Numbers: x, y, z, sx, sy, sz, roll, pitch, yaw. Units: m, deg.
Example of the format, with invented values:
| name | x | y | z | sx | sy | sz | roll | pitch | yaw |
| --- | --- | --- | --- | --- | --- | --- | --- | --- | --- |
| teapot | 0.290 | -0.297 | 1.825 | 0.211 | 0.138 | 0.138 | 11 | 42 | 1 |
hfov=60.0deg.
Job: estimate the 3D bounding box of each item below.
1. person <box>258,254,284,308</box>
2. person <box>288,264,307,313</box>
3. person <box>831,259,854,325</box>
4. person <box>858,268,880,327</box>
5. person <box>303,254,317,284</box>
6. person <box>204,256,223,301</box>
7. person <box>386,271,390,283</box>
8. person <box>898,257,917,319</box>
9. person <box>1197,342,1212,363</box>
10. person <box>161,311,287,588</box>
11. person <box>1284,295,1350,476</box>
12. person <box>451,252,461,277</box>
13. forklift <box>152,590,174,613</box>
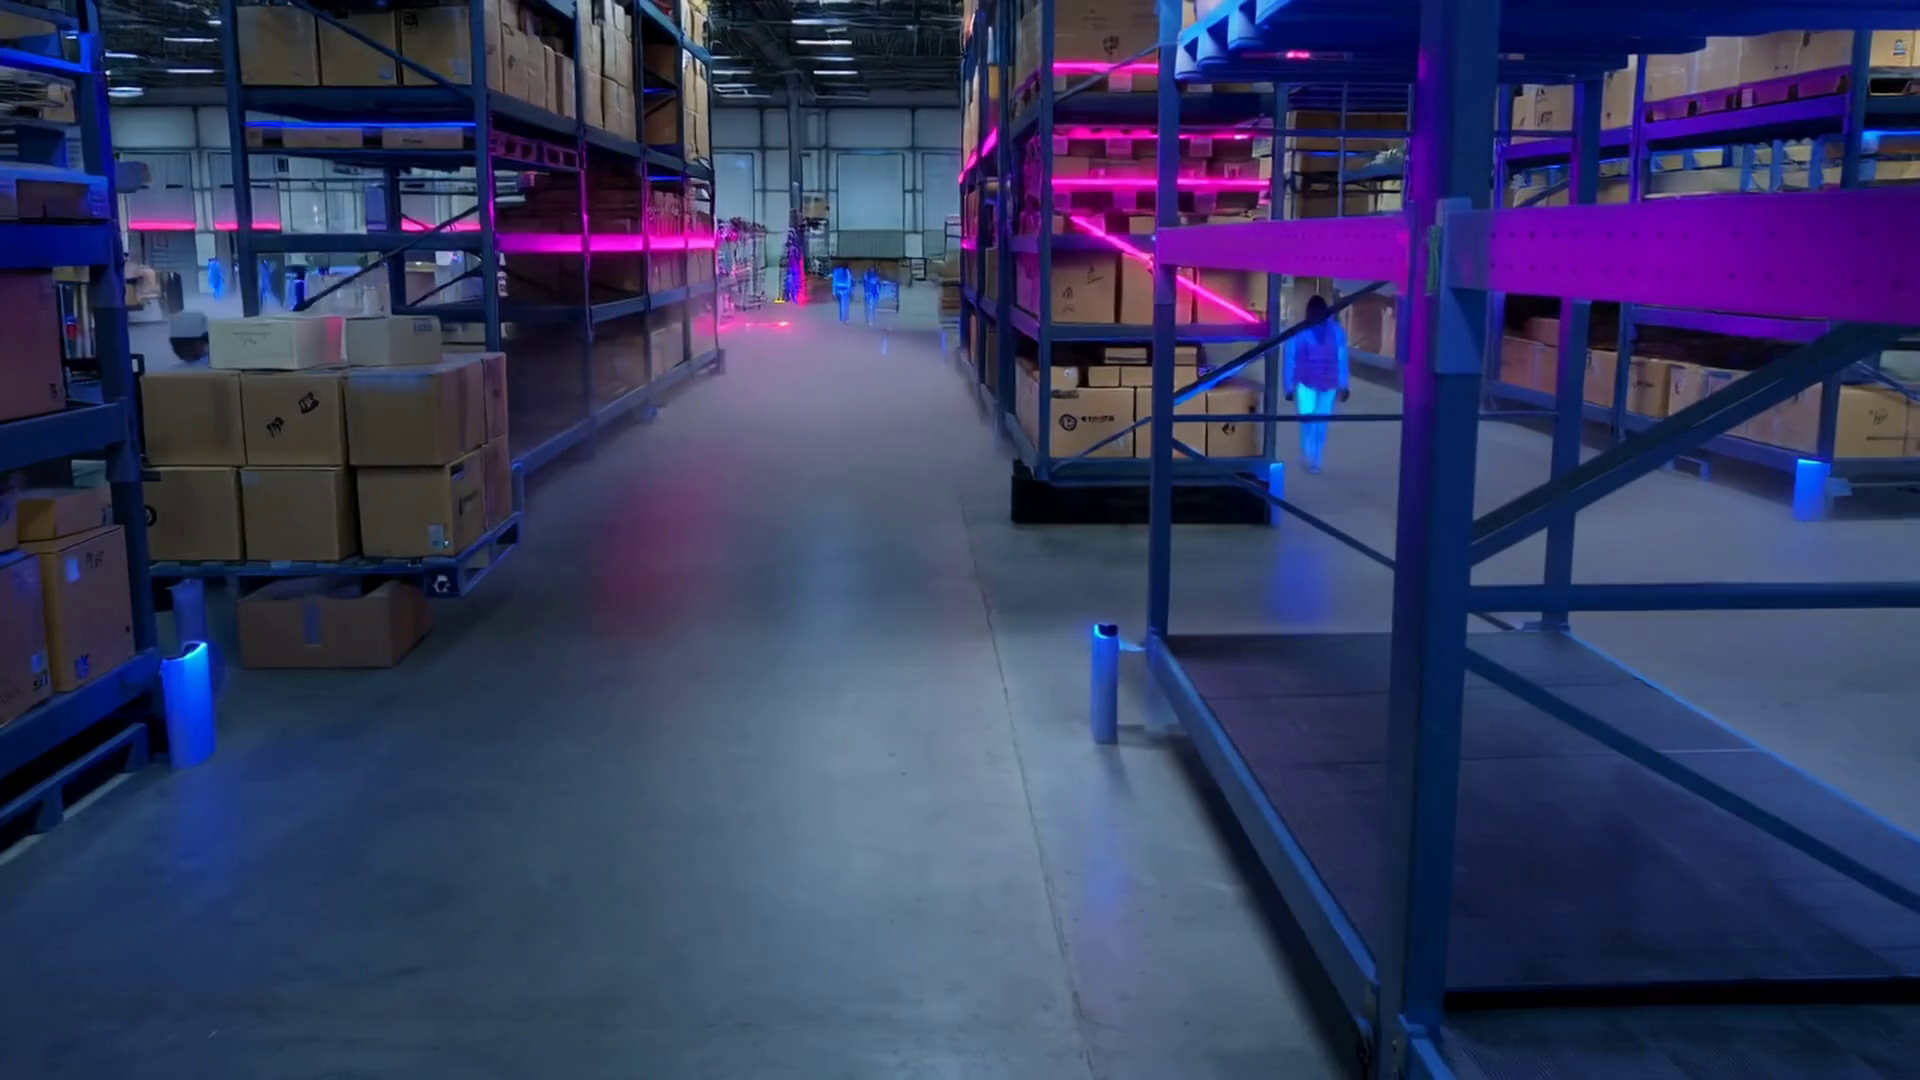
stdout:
| name | x | y | z | sx | sy | sz | roll | pitch | yaw |
| --- | --- | --- | --- | --- | --- | --- | --- | --- | --- |
| person | -24.478 | -9.148 | 58.846 | 0.552 | 1.901 | 0.975 | 10 | 14 | 43 |
| person | -13.270 | -4.589 | 33.414 | 0.461 | 1.899 | 0.612 | -6 | 12 | -30 |
| person | -3.290 | -6.914 | 46.455 | 0.620 | 1.862 | 0.638 | 1 | 10 | 8 |
| person | -2.498 | -6.633 | 45.600 | 0.546 | 1.616 | 0.607 | 2 | 10 | 12 |
| person | -25.316 | -10.205 | 64.871 | 0.429 | 1.844 | 0.622 | 1 | 10 | 8 |
| person | -29.423 | -10.289 | 65.557 | 0.995 | 1.770 | 0.687 | 9 | 13 | 40 |
| person | -18.781 | -8.389 | 55.182 | 0.321 | 1.690 | 0.533 | 7 | 13 | 36 |
| person | -1.534 | -7.287 | 48.527 | 0.678 | 1.883 | 0.601 | -6 | 12 | -28 |
| person | 4.539 | -4.420 | 32.279 | 0.715 | 1.964 | 0.616 | 7 | 12 | 35 |
| person | -5.102 | -0.607 | 11.306 | 1.011 | 1.889 | 0.561 | -1 | 10 | -7 |
| person | 3.605 | -1.535 | 16.679 | 0.628 | 1.807 | 0.894 | -1 | 10 | -4 |
| person | -21.135 | -11.080 | 69.559 | 0.616 | 1.906 | 0.615 | -1 | 10 | -7 |
| forklift | -5.858 | -0.811 | 9.639 | 1.873 | 2.768 | 1.129 | -1 | 10 | -3 |
